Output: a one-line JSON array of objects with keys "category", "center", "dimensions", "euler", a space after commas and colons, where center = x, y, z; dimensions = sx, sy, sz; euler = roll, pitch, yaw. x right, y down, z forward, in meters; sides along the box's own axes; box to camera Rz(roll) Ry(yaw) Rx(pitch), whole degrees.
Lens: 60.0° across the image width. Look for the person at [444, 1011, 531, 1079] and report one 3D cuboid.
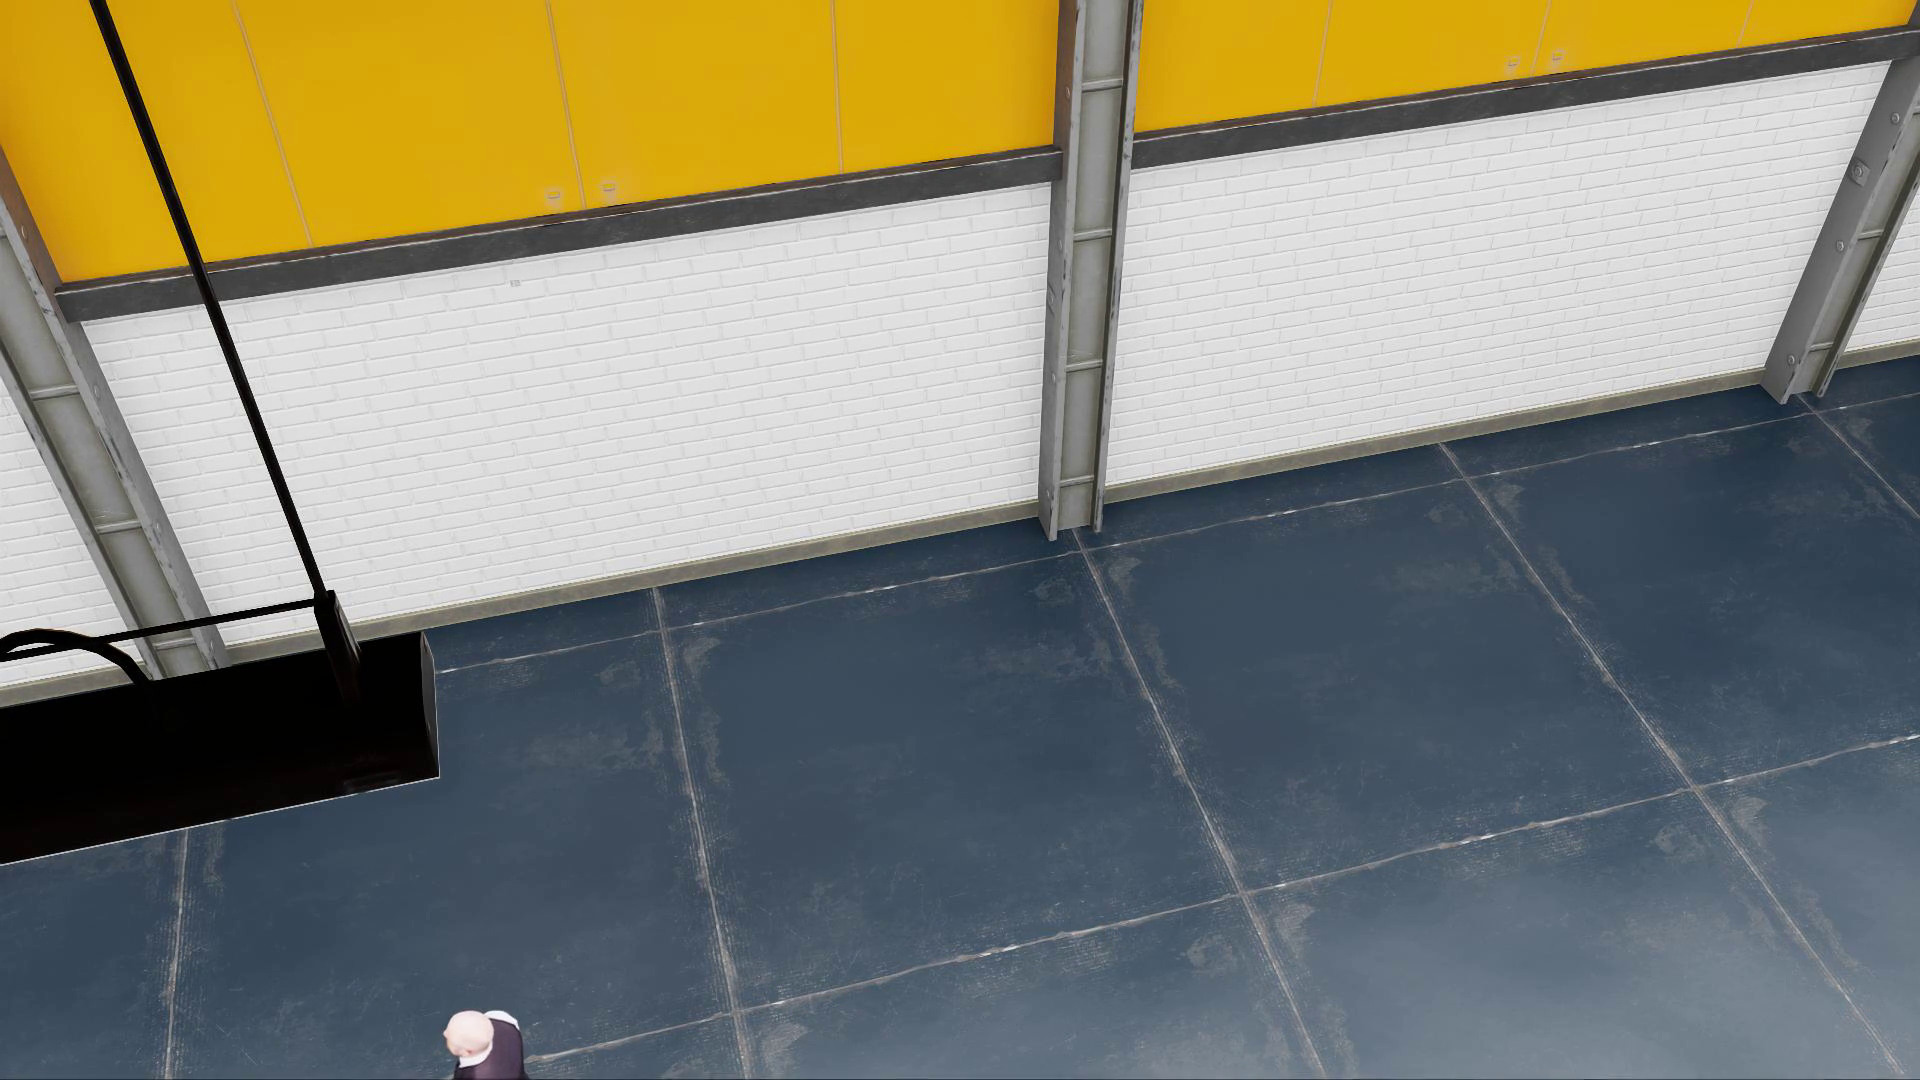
[{"category": "person", "center": [-2.120, 2.709, 7.753], "dimensions": [0.674, 1.824, 0.739], "euler": [-1, 44, -1]}]
